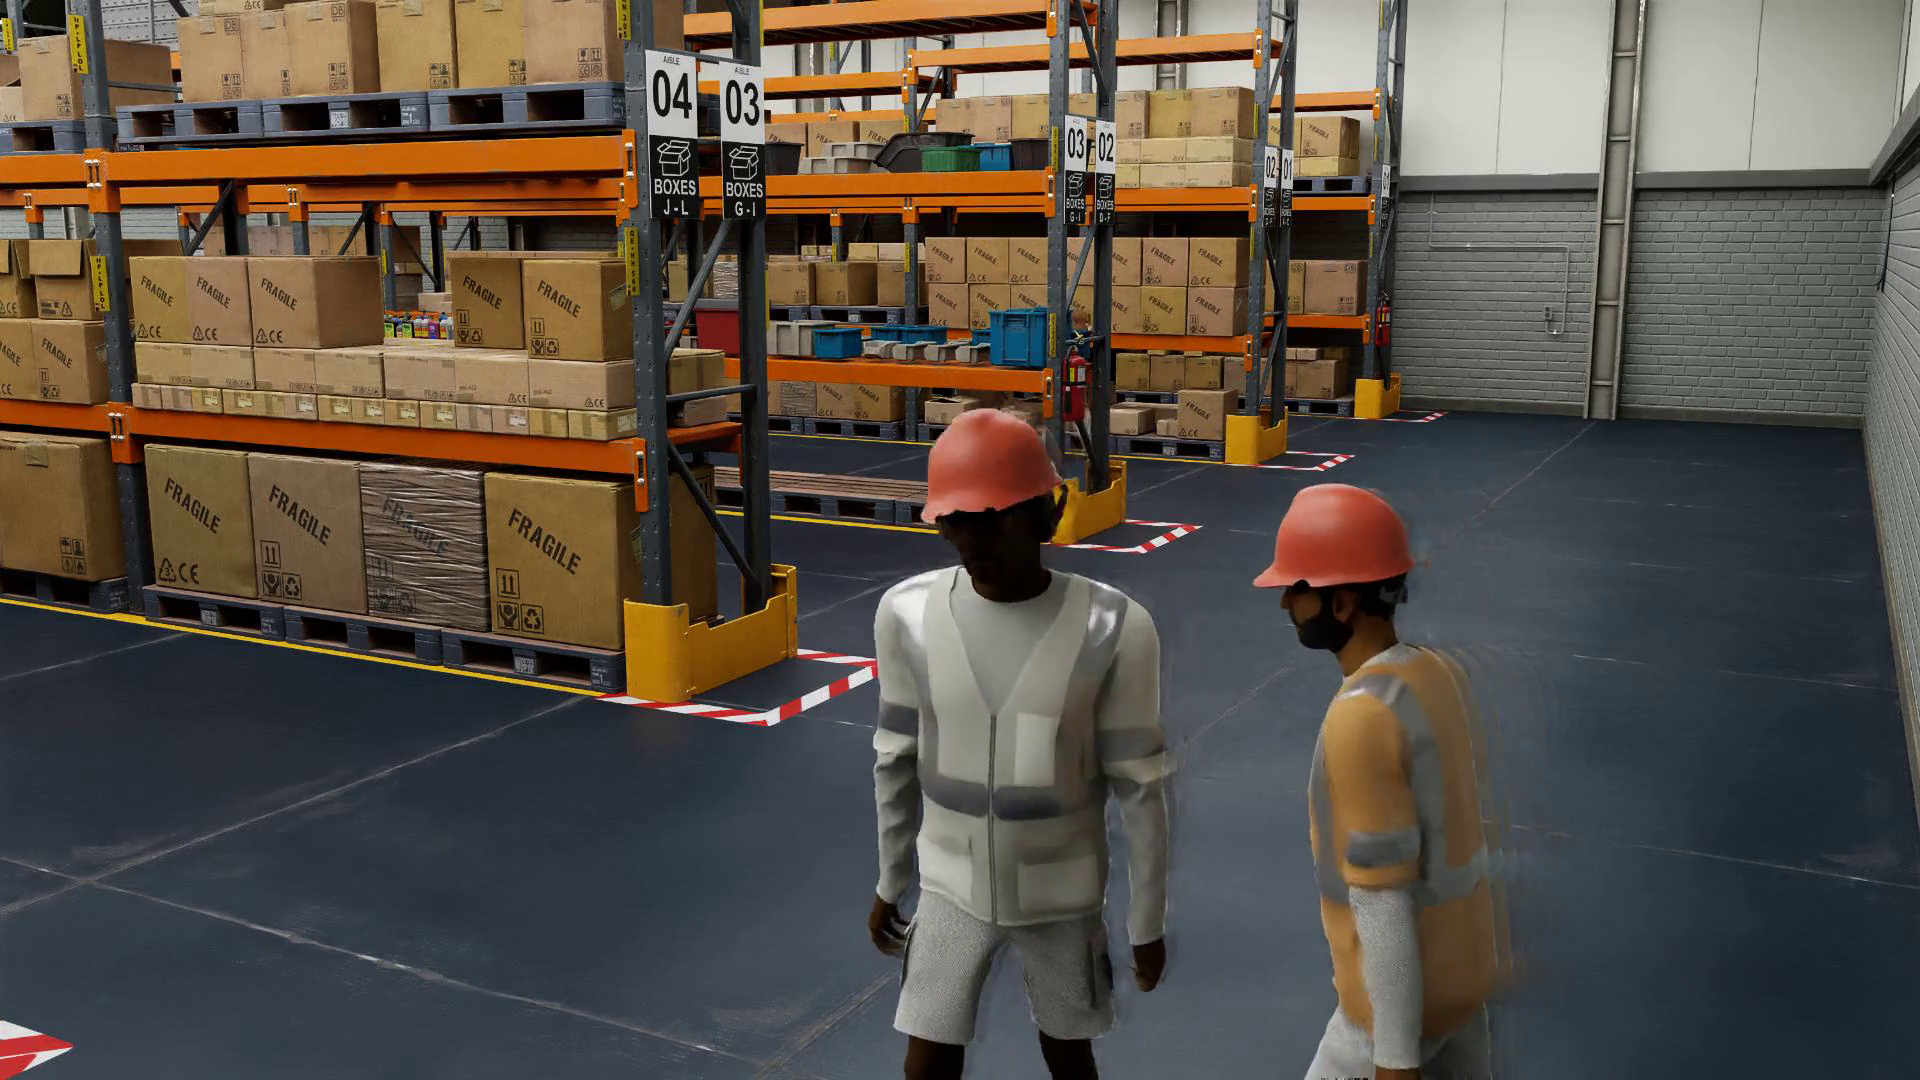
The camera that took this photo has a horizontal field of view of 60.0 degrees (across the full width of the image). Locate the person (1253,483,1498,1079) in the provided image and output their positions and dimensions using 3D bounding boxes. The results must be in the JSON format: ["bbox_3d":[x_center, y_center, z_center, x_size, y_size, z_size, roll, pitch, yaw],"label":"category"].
[{"bbox_3d":[0.795,0.836,3.255,0.821,1.886,0.575,6,12,30],"label":"person"}]

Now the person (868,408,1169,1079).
[{"bbox_3d":[0.113,0.727,3.502,0.661,2.017,0.562,3,11,17],"label":"person"}]

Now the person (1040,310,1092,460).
[{"bbox_3d":[1.150,-1.594,17.270,0.860,1.588,0.507,4,11,19],"label":"person"}]
